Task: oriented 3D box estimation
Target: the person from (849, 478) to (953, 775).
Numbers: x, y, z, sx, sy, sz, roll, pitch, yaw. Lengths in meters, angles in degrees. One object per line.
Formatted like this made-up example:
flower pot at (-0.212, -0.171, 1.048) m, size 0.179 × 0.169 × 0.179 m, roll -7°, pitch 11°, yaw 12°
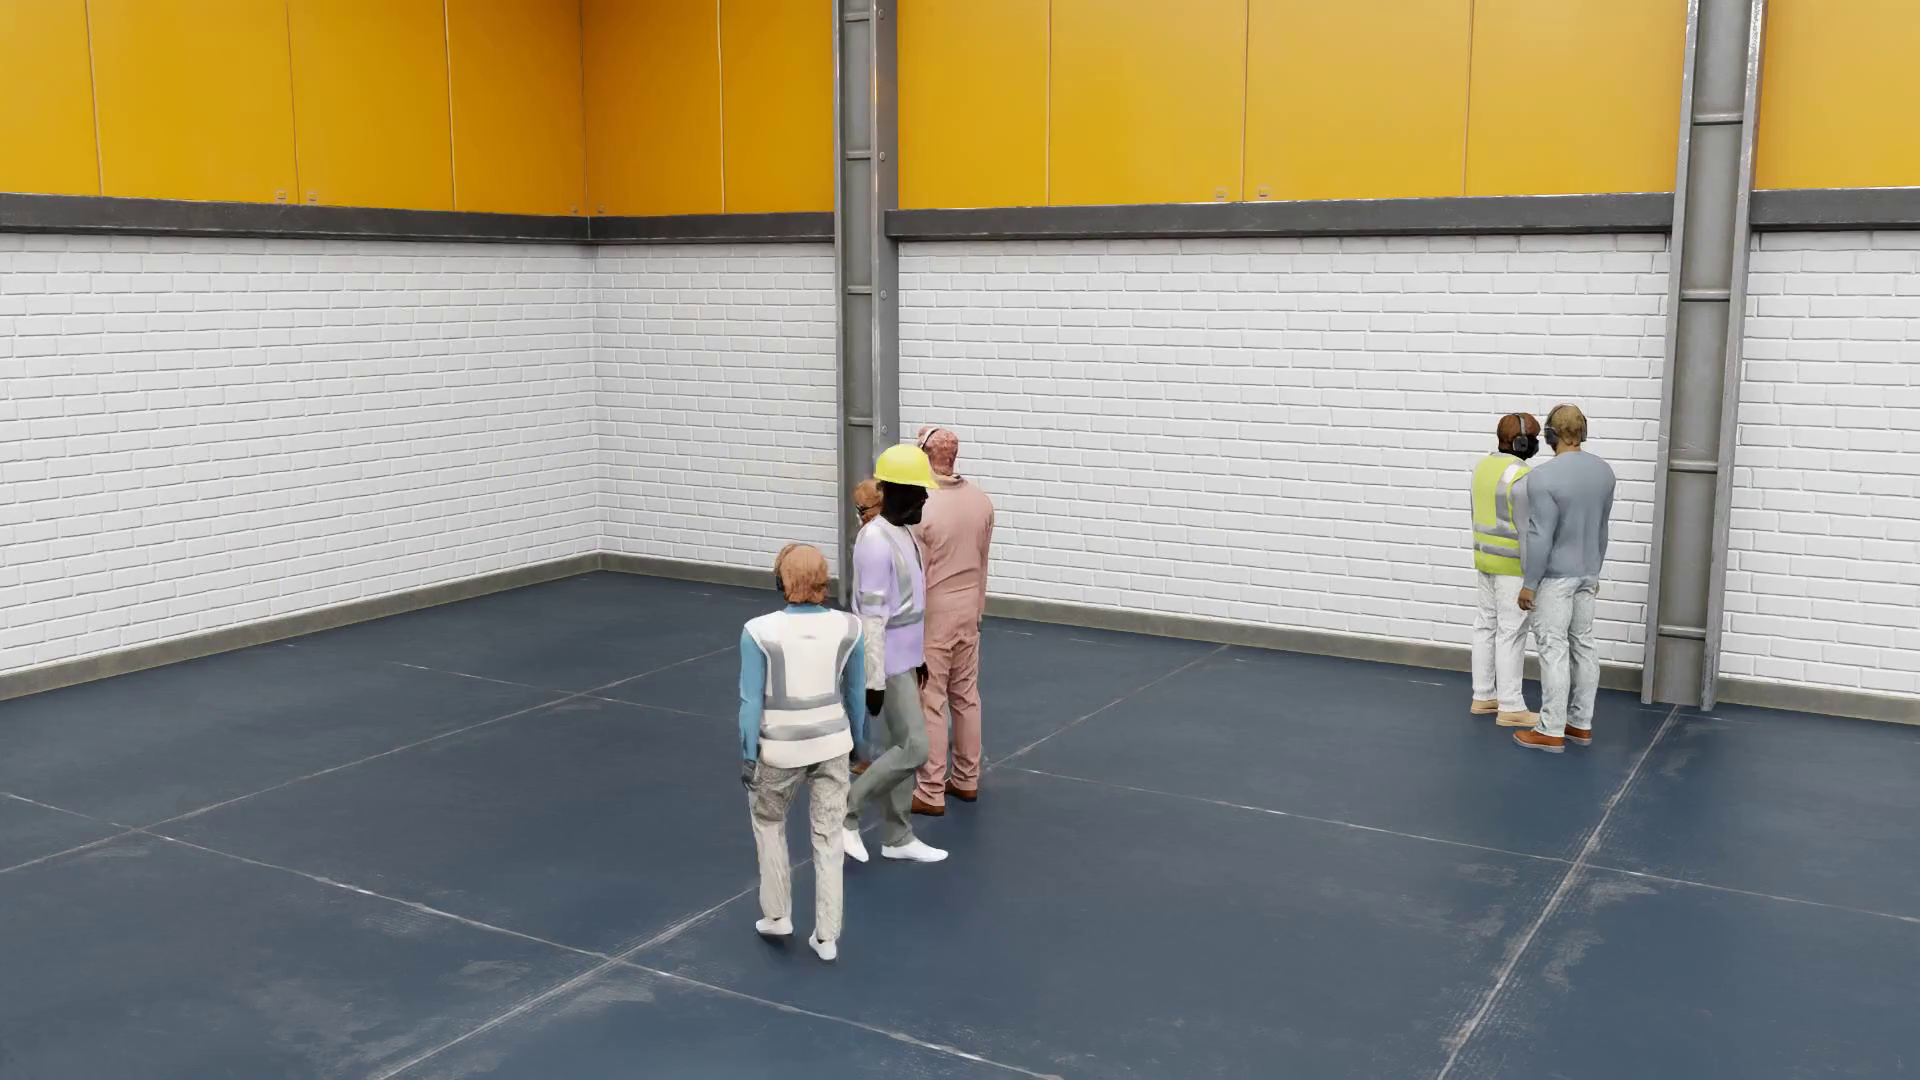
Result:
person at (-0.282, 0.472, 8.604) m, size 0.650 × 1.605 × 0.520 m, roll 4°, pitch 10°, yaw 26°

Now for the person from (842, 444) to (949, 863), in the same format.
person at (-0.312, 0.522, 7.377) m, size 0.481 × 1.906 × 0.593 m, roll 1°, pitch 9°, yaw 6°

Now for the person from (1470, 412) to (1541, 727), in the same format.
person at (3.245, 0.167, 9.799) m, size 0.429 × 1.844 × 0.625 m, roll -2°, pitch 9°, yaw -12°

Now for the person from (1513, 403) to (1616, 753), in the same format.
person at (3.344, 0.211, 9.233) m, size 0.630 × 1.936 × 0.369 m, roll -5°, pitch 11°, yaw -31°

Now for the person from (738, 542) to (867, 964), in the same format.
person at (-0.625, 0.808, 6.476) m, size 0.538 × 1.619 × 0.568 m, roll -4°, pitch 10°, yaw -22°

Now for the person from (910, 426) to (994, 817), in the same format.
person at (-0.124, 0.395, 8.172) m, size 0.407 × 1.910 × 0.638 m, roll 7°, pitch 12°, yaw 39°
